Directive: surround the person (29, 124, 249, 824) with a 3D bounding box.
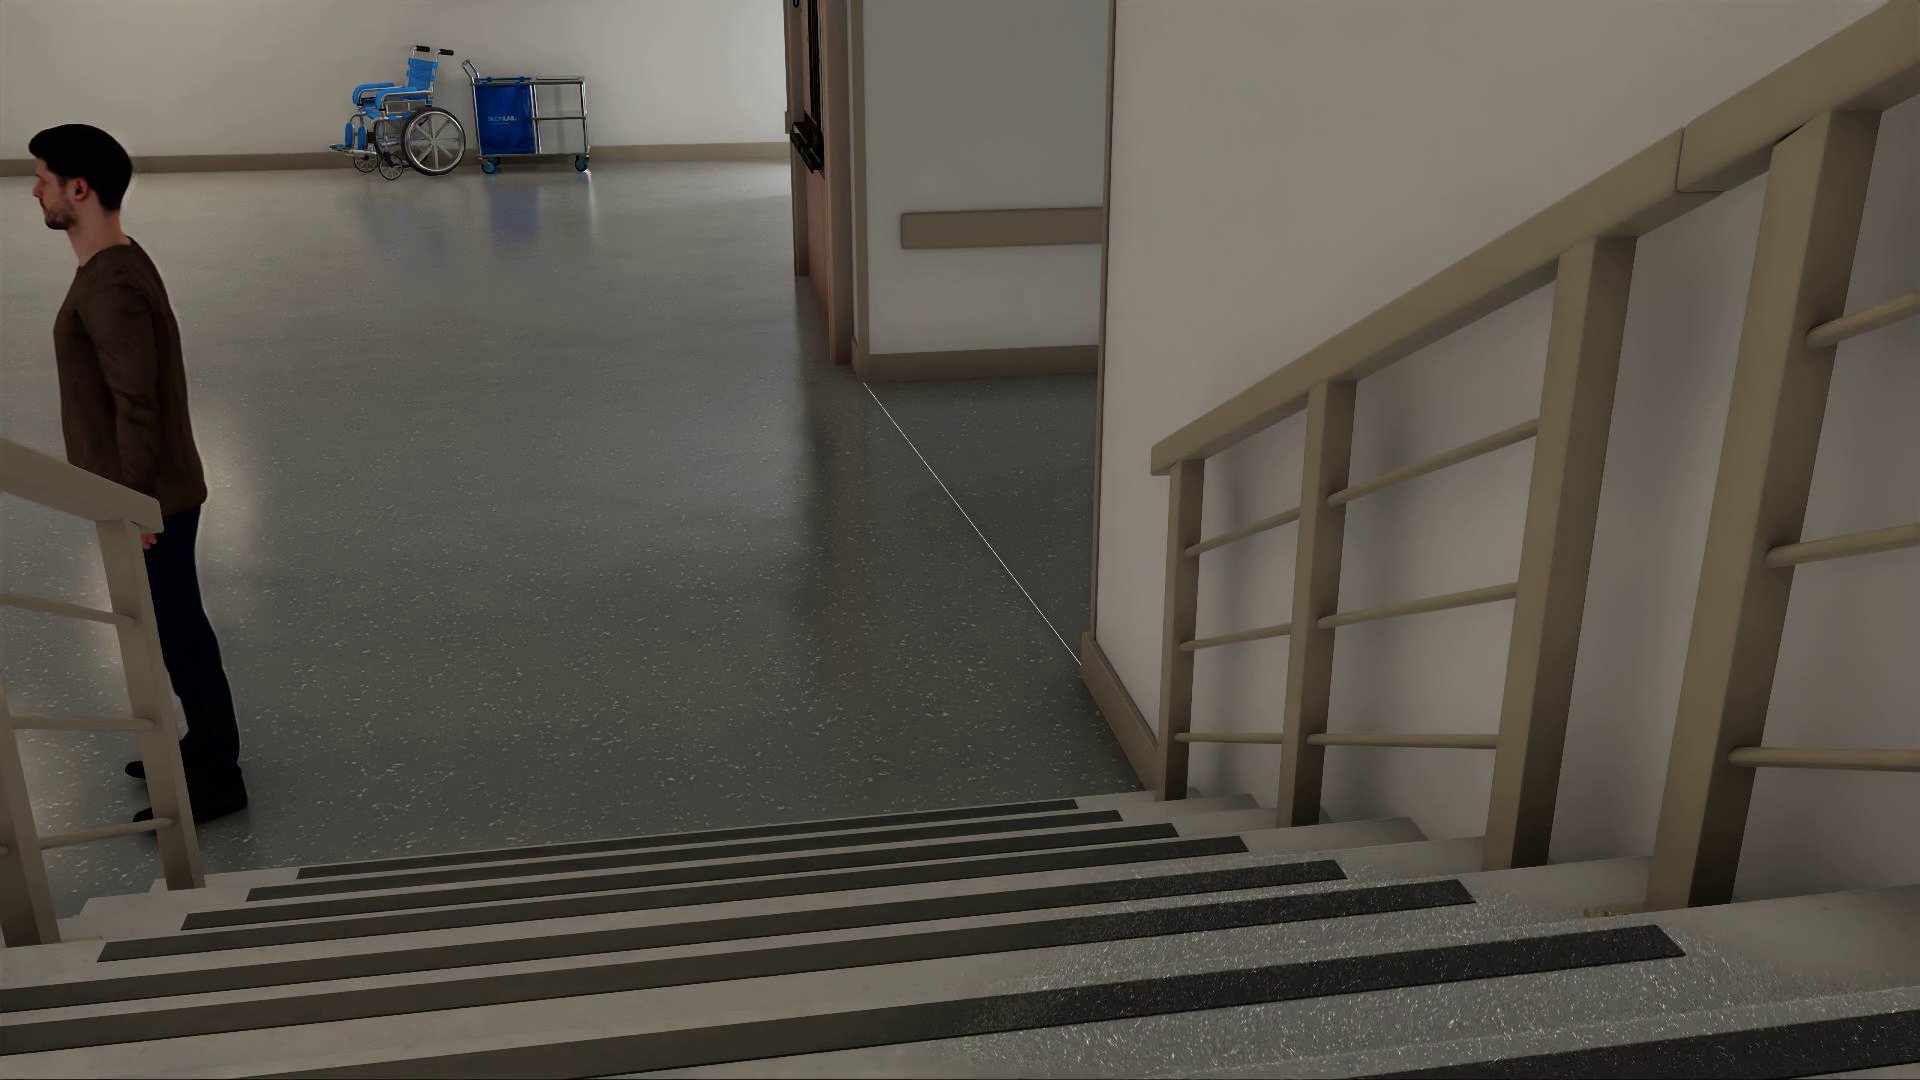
[{"bbox_3d":[-2.174,-0.148,4.432,0.773,1.888,0.606,-10,23,-25],"label":"person"}]
